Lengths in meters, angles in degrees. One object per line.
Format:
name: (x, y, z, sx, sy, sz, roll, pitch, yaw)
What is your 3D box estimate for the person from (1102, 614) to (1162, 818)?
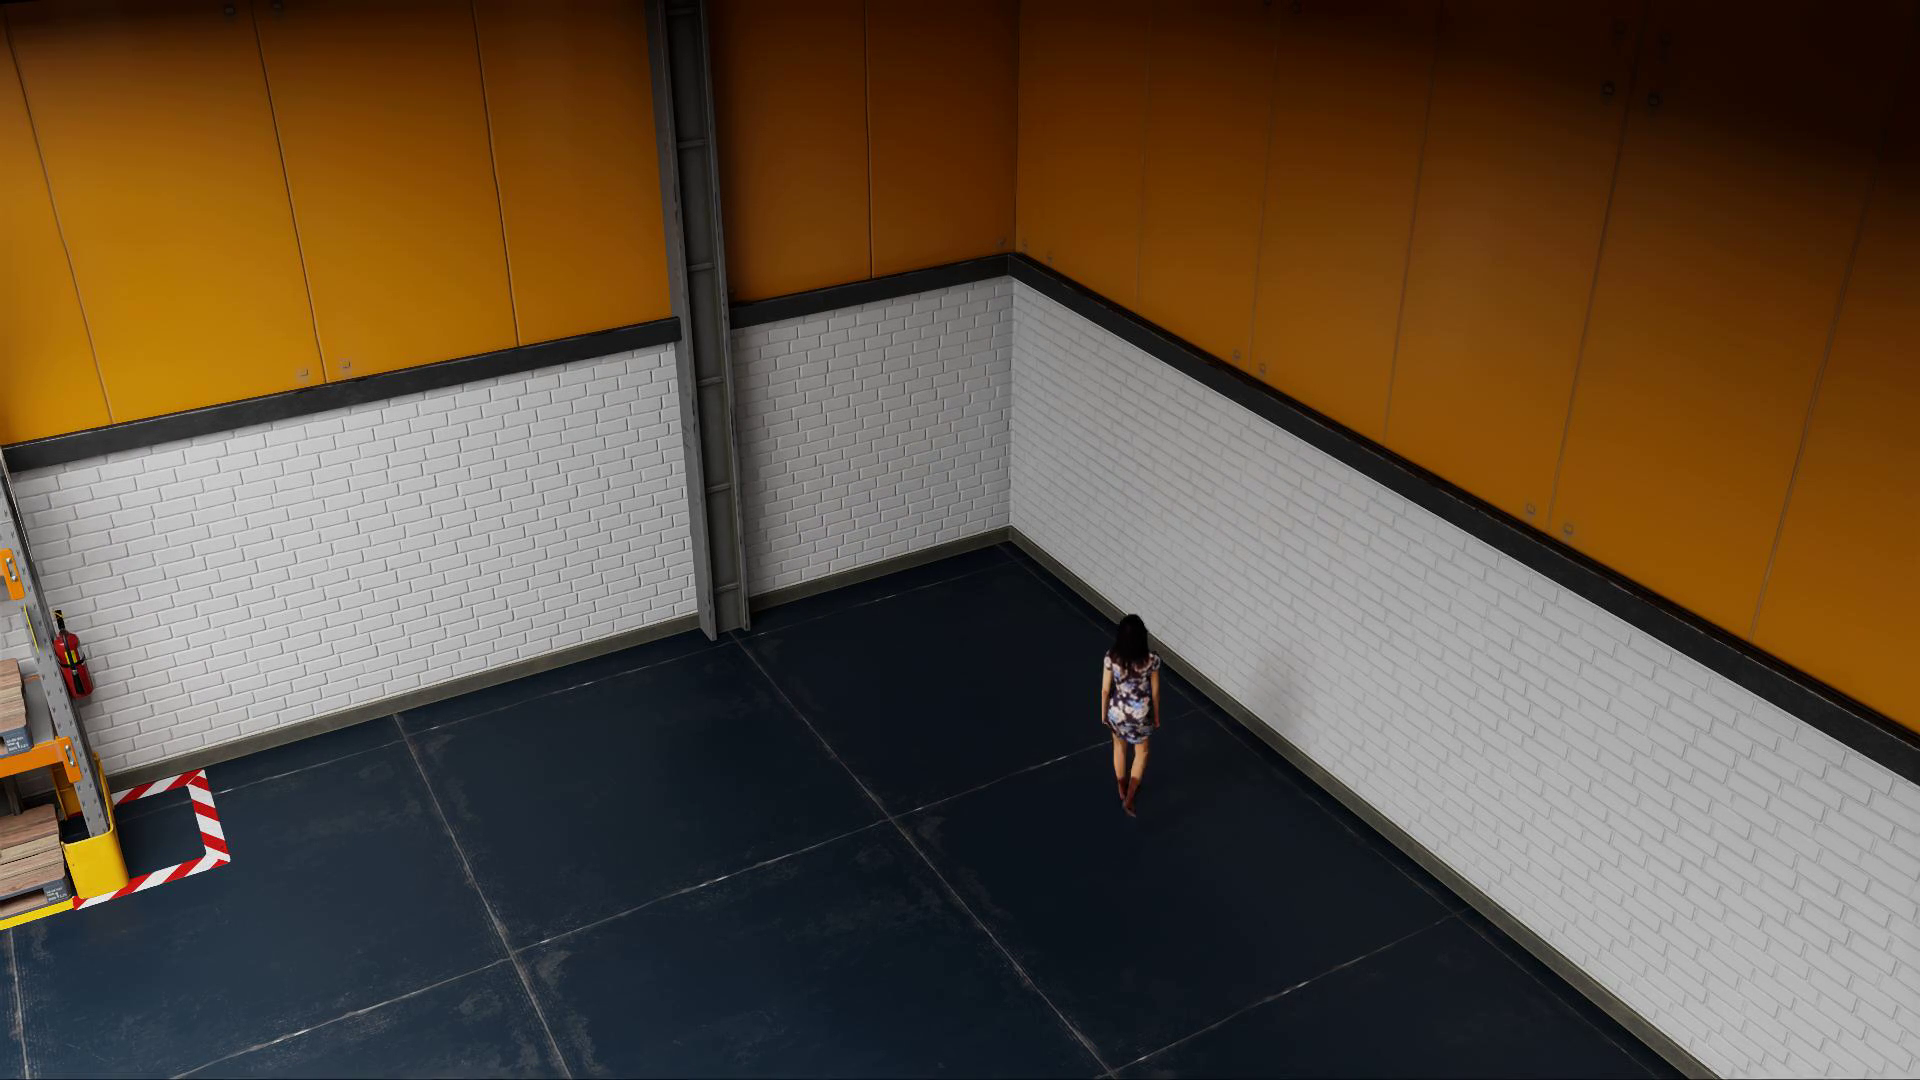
person: (1.288, 1.363, 12.579, 0.923, 1.720, 0.962, 5, 29, 9)
